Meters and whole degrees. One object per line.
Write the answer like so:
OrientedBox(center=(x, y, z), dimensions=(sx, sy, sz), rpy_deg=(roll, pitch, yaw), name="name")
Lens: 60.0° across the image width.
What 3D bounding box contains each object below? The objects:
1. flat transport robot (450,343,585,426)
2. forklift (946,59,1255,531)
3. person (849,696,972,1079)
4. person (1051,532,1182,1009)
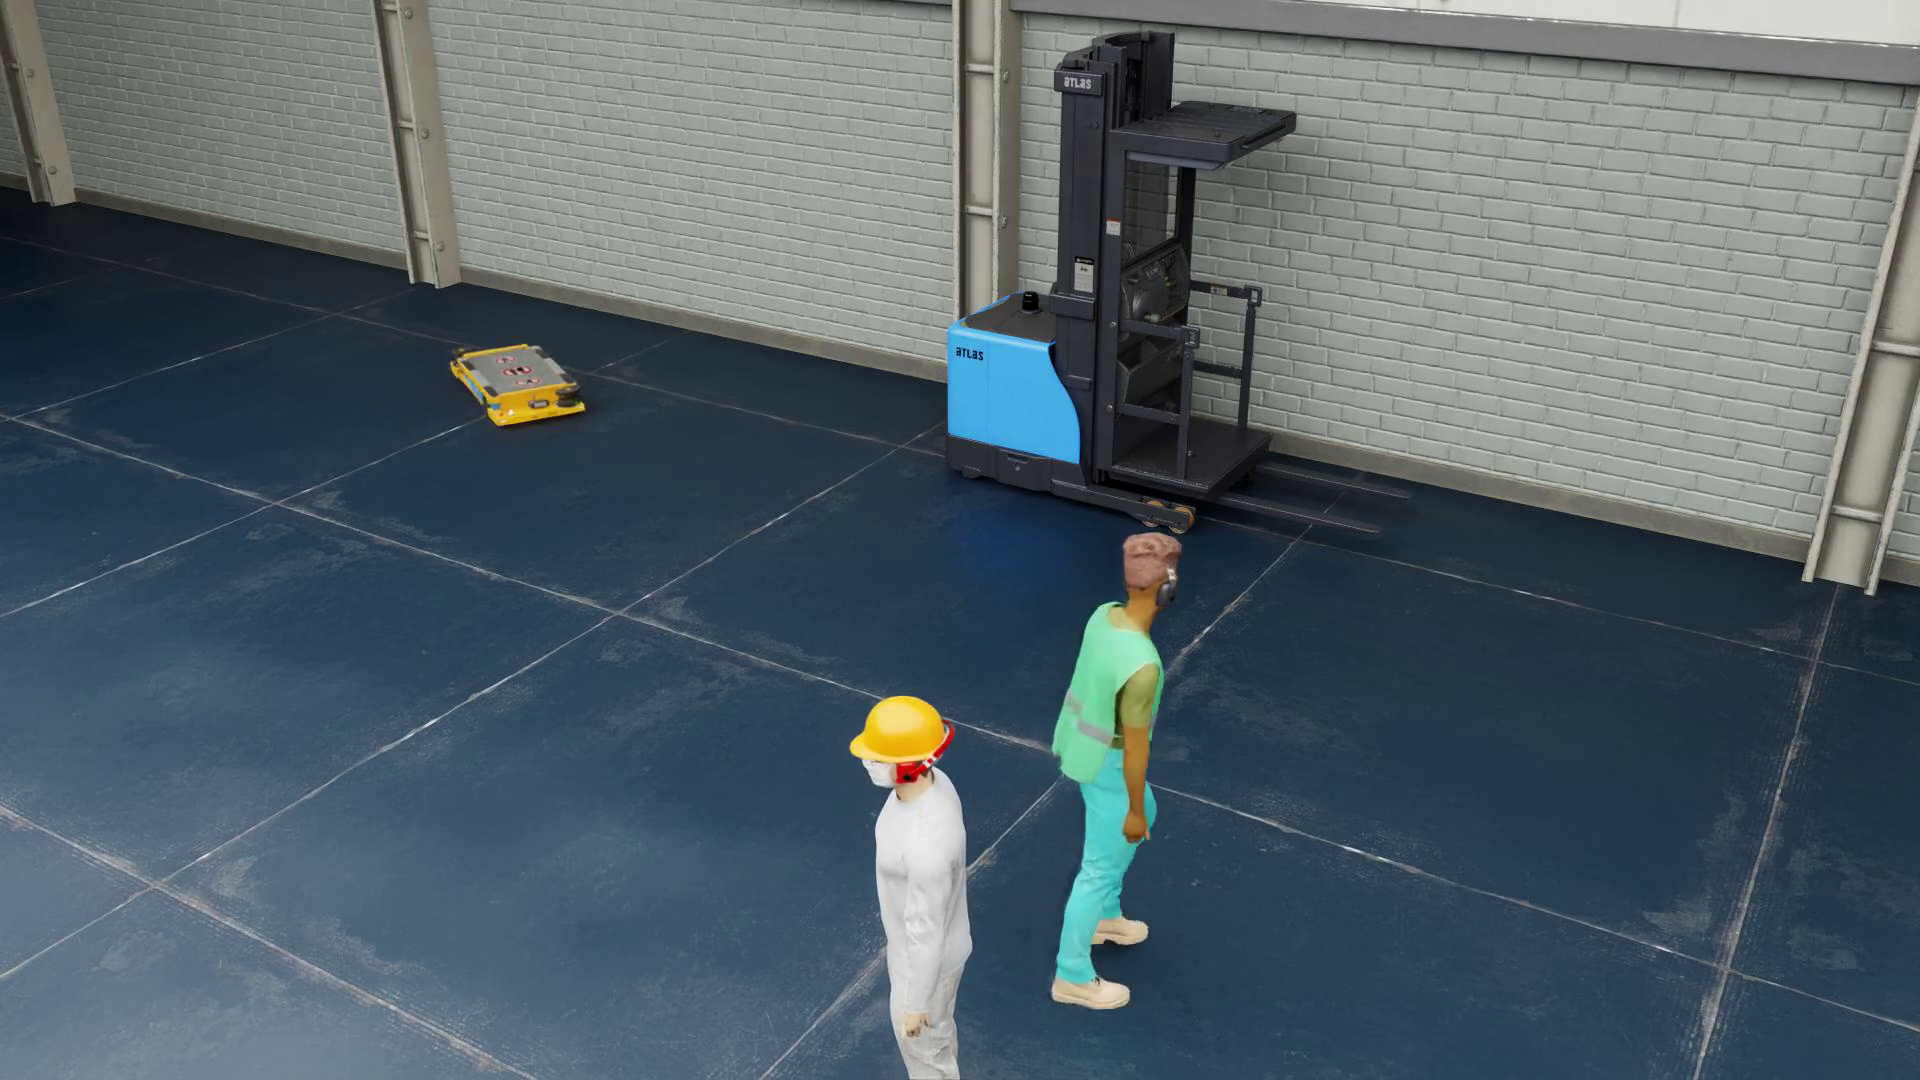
OrientedBox(center=(-3.439, -1.227, 12.853), dimensions=(0.659, 0.231, 1.431), rpy_deg=(-13, 28, -26), name="flat transport robot")
OrientedBox(center=(0.933, -1.707, 10.833), dimensions=(1.873, 2.768, 1.129), rpy_deg=(15, 29, 28), name="forklift")
OrientedBox(center=(-0.154, 1.345, 5.523), dimensions=(0.383, 1.888, 0.566), rpy_deg=(-2, 25, -5), name="person")
OrientedBox(center=(0.579, 0.878, 6.437), dimensions=(0.533, 1.945, 0.581), rpy_deg=(-5, 26, -11), name="person")
